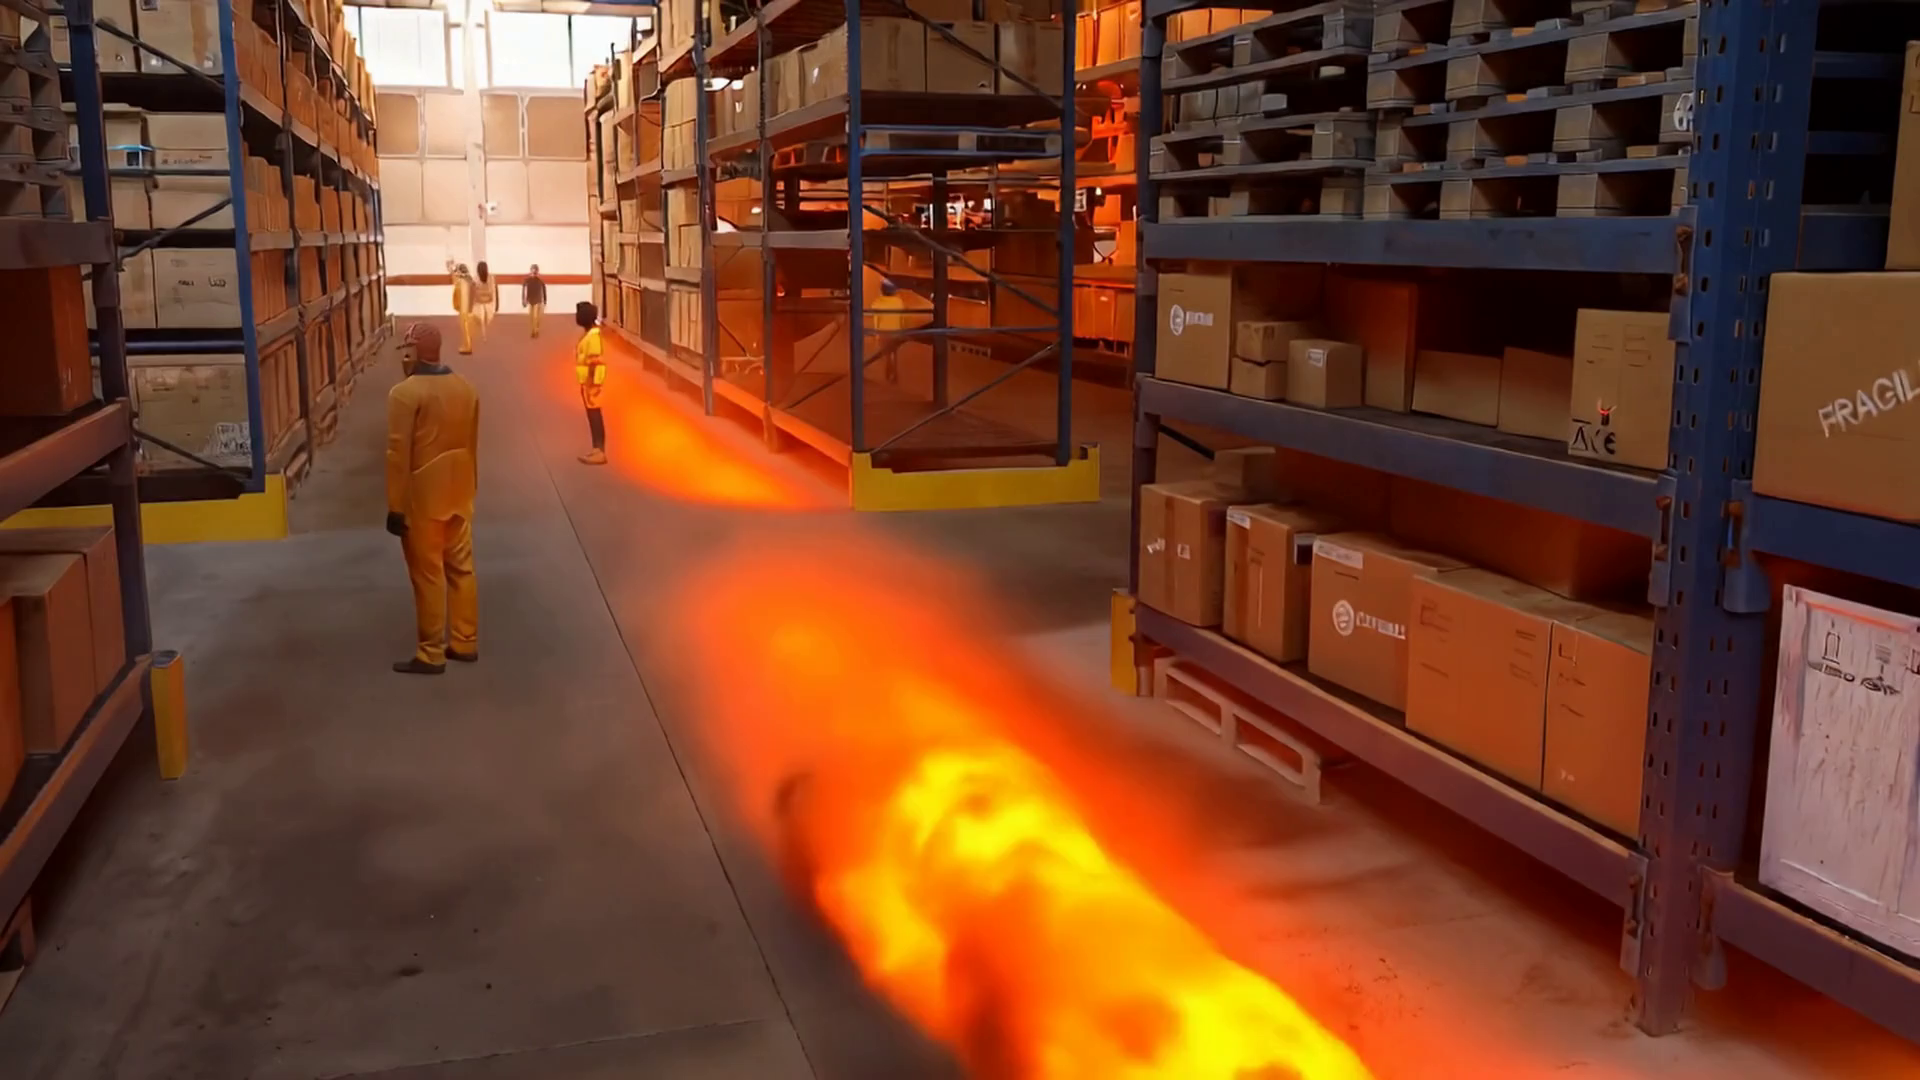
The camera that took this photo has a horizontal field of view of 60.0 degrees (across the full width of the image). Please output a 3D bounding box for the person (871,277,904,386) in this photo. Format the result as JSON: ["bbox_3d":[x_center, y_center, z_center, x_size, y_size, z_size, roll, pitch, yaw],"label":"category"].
[{"bbox_3d":[-1.081,-3.143,25.422,0.528,1.746,0.713,-5,11,-25],"label":"person"}]

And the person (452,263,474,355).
[{"bbox_3d":[-9.890,-4.592,33.114,0.403,1.835,0.588,-3,11,-15],"label":"person"}]

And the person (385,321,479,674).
[{"bbox_3d":[-2.877,-0.229,9.028,0.399,1.900,0.645,4,11,20],"label":"person"}]

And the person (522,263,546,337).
[{"bbox_3d":[-9.949,-5.599,38.914,0.565,1.736,0.417,1,10,8],"label":"person"}]

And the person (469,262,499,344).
[{"bbox_3d":[-10.537,-5.245,36.835,0.647,1.787,0.978,-5,12,-26],"label":"person"}]

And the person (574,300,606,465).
[{"bbox_3d":[-3.839,-1.630,17.256,0.319,1.696,0.532,-4,11,-21],"label":"person"}]
